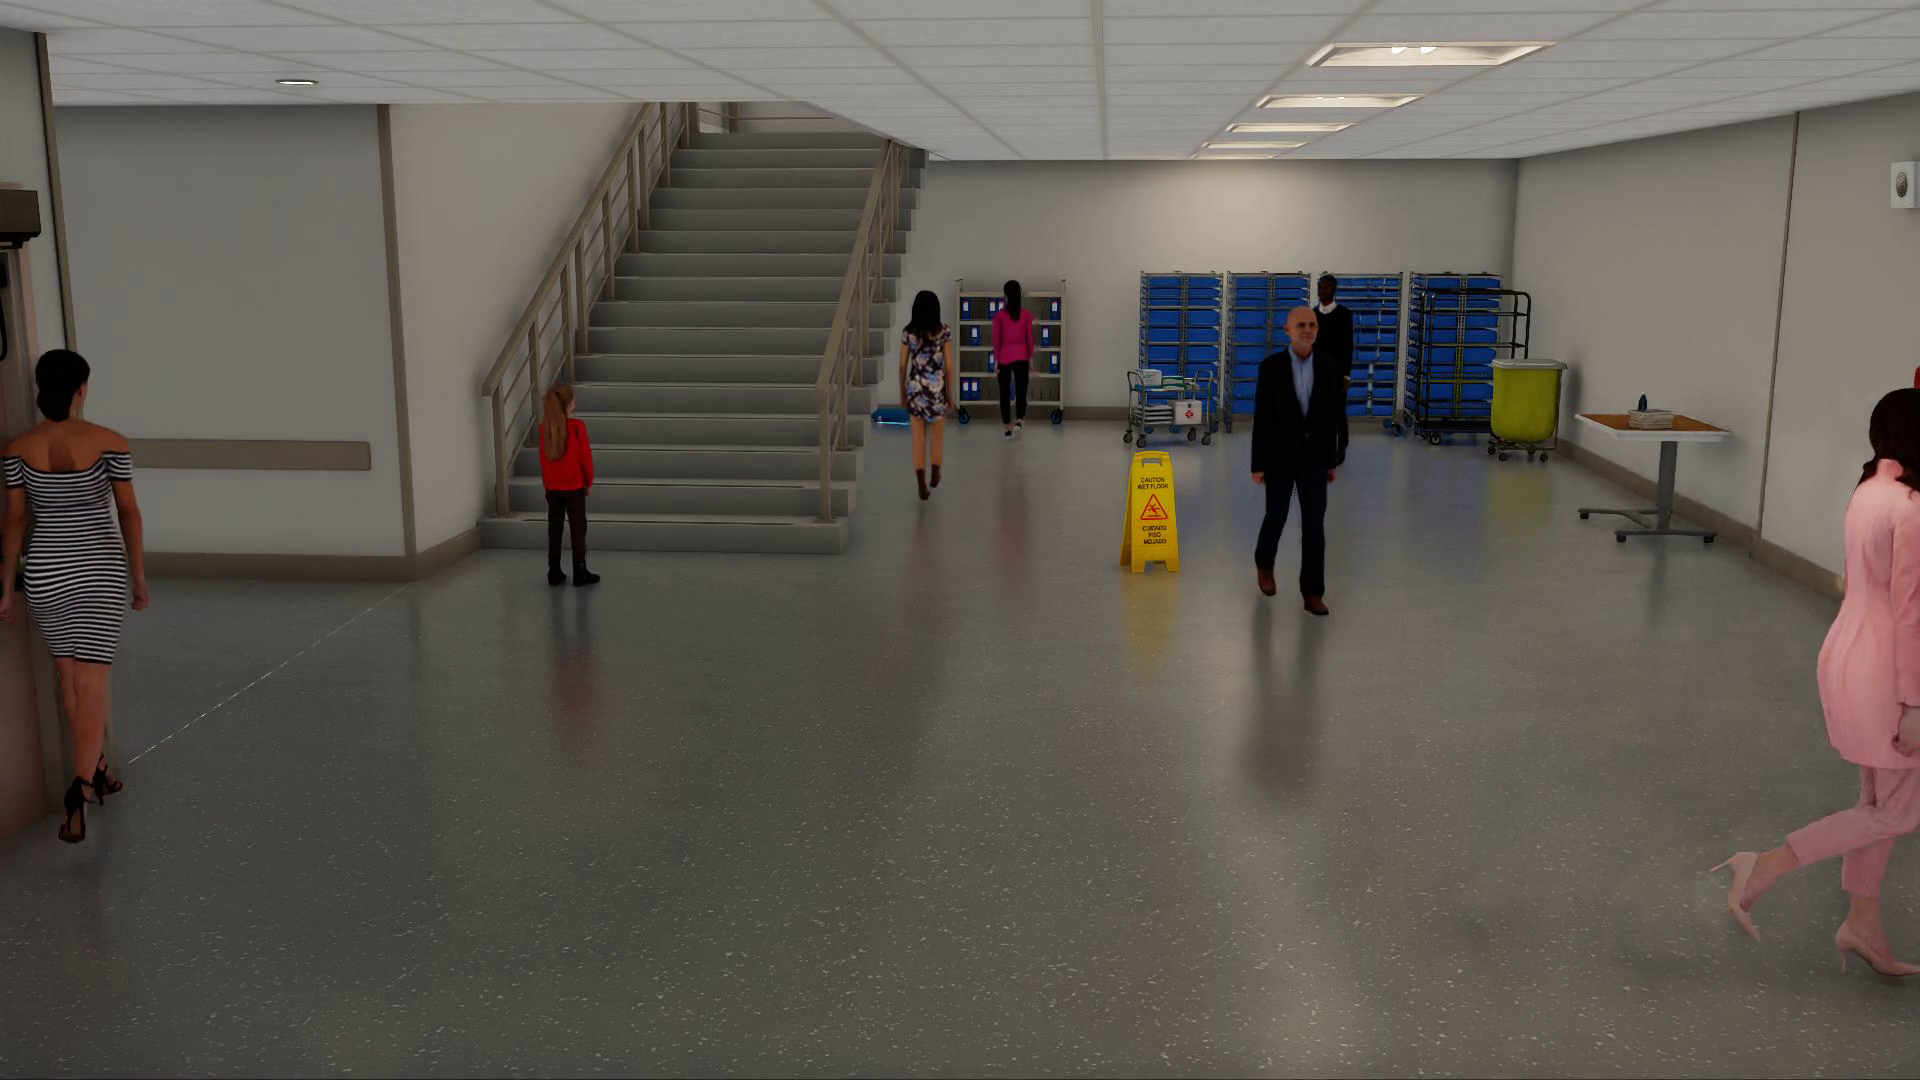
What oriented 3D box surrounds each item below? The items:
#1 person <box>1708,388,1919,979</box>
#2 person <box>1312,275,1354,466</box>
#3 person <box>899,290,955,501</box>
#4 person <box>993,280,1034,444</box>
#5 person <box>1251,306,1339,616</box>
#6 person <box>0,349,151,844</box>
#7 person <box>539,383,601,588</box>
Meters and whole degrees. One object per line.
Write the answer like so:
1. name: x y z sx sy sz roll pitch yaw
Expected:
1. person: 2.628 0.452 4.938 0.731 1.785 0.824 2 11 11
2. person: 3.464 -1.528 15.410 1.021 1.771 1.286 7 13 32
3. person: -0.290 -1.144 13.626 0.625 1.683 1.097 1 11 4
4. person: 0.562 -1.810 17.172 0.619 1.670 1.107 0 11 2
5. person: 1.965 -0.484 9.895 0.825 1.777 1.235 -1 11 -3
6. person: -3.256 0.235 6.093 0.863 1.782 1.182 -3 11 -15
7. person: -2.499 -0.353 10.529 0.527 1.282 0.526 3 11 15
